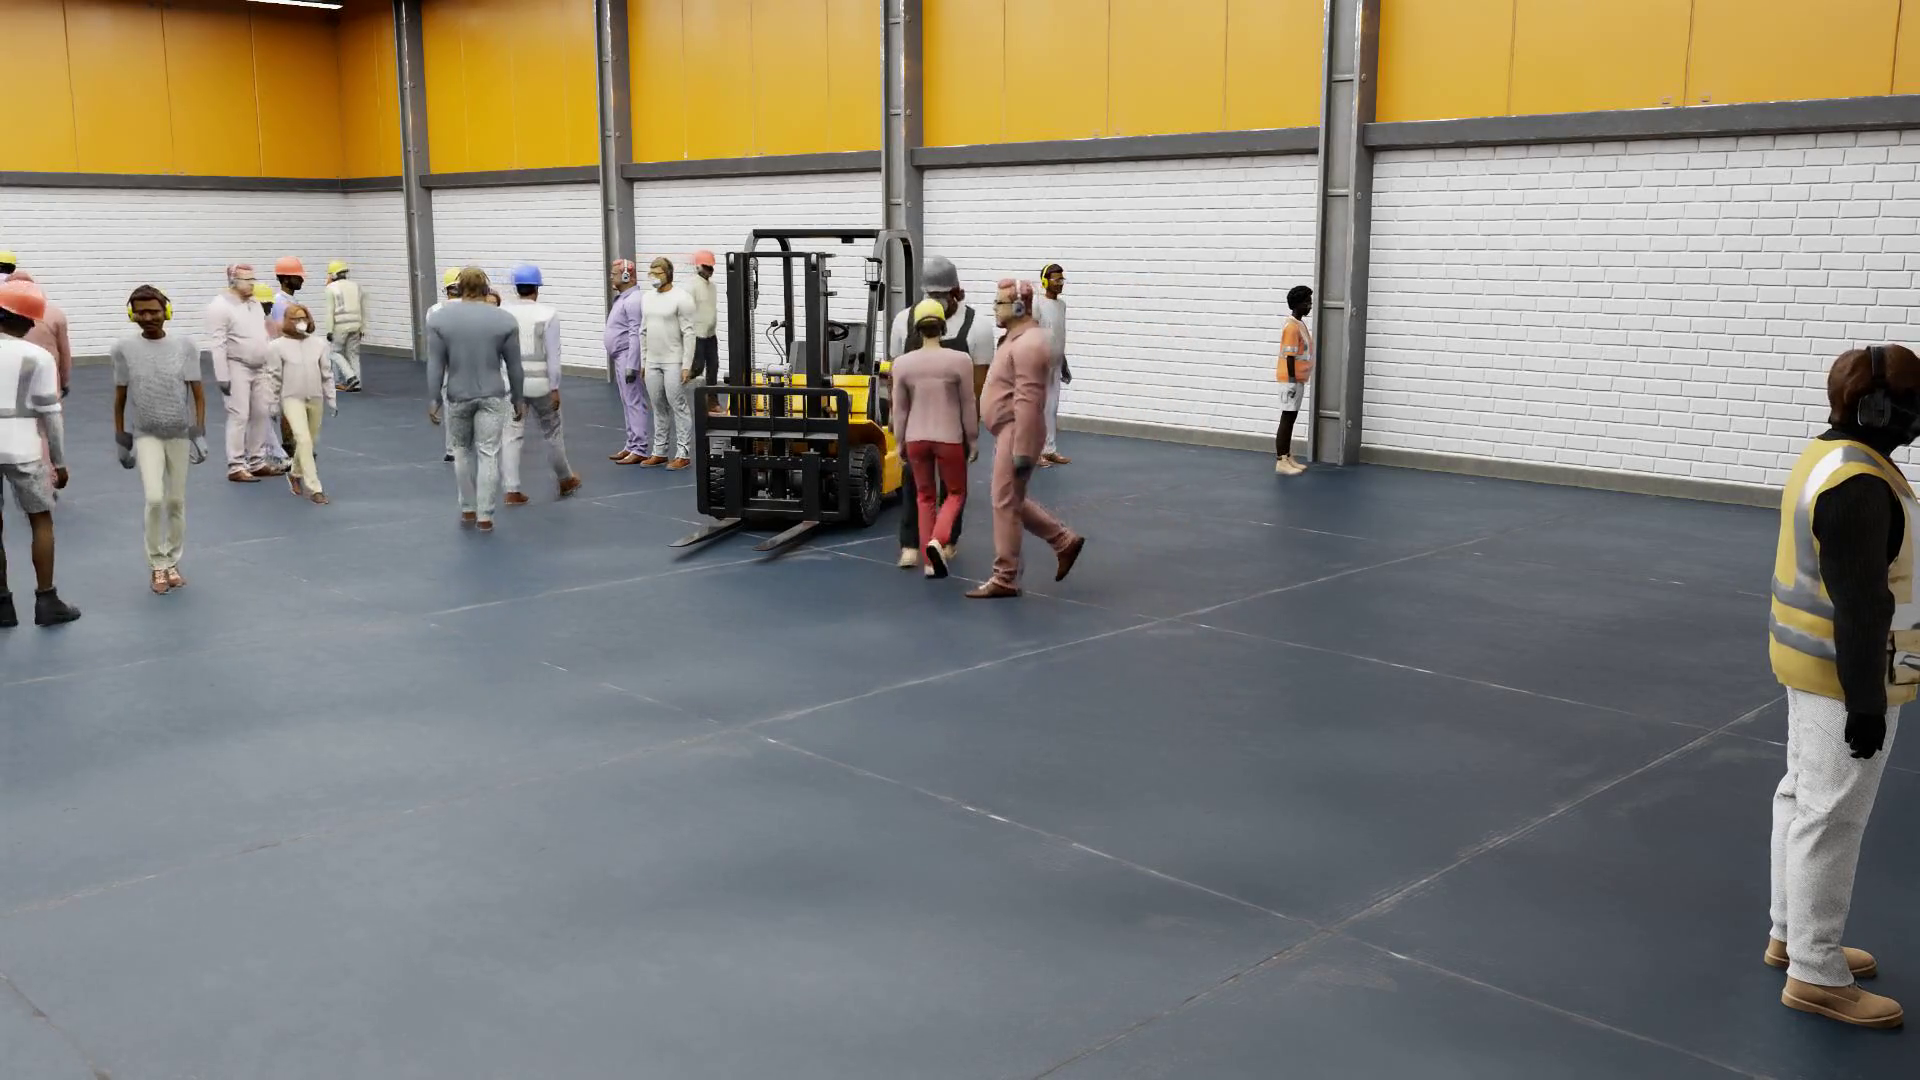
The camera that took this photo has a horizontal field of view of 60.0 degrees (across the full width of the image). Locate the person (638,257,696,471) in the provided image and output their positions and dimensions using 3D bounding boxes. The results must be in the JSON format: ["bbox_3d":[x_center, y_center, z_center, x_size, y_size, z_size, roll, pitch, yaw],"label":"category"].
[{"bbox_3d":[-2.682,-1.602,15.162,0.636,1.938,0.364,7,12,33],"label":"person"}]

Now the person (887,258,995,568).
[{"bbox_3d":[-0.141,-0.830,10.668,0.723,2.000,0.818,1,10,5],"label":"person"}]

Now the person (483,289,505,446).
[{"bbox_3d":[-4.793,-1.767,16.970,0.516,1.600,0.811,-6,12,-28],"label":"person"}]

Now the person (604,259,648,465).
[{"bbox_3d":[-3.122,-1.664,15.588,0.409,1.908,0.639,-4,11,-19],"label":"person"}]

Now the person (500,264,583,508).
[{"bbox_3d":[-3.408,-1.243,13.317,0.618,1.896,0.971,2,11,11],"label":"person"}]

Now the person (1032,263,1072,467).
[{"bbox_3d":[0.843,-1.613,15.436,0.326,1.862,0.519,9,14,40],"label":"person"}]

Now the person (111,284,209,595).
[{"bbox_3d":[-4.765,-0.597,9.956,0.496,1.838,0.666,-6,12,-31],"label":"person"}]

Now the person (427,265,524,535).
[{"bbox_3d":[-3.497,-1.024,12.068,0.660,1.911,0.836,-3,11,-14],"label":"person"}]

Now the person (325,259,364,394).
[{"bbox_3d":[-8.250,-2.839,22.263,0.471,1.809,0.647,5,12,27],"label":"person"}]

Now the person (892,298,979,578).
[{"bbox_3d":[-0.168,-0.604,10.230,0.541,1.743,0.484,3,11,14],"label":"person"}]

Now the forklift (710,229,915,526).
[{"bbox_3d":[-1.050,-1.319,12.920,1.214,2.155,2.313,2,11,13],"label":"forklift"}]

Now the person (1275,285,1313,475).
[{"bbox_3d":[2.990,-1.426,14.880,0.318,1.691,0.534,3,11,17],"label":"person"}]

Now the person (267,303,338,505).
[{"bbox_3d":[-5.321,-1.115,13.418,0.815,1.602,0.503,10,14,43],"label":"person"}]

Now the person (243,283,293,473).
[{"bbox_3d":[-6.269,-1.446,14.932,0.959,1.694,0.540,6,12,28],"label":"person"}]

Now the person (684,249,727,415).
[{"bbox_3d":[-3.150,-2.471,19.823,0.725,1.975,0.630,5,11,24],"label":"person"}]

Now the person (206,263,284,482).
[{"bbox_3d":[-6.229,-1.456,14.490,0.394,1.898,0.706,2,11,13],"label":"person"}]

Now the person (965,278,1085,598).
[{"bbox_3d":[0.381,-0.590,9.775,0.659,1.890,0.648,-1,10,-4],"label":"person"}]

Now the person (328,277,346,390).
[{"bbox_3d":[-8.578,-2.890,23.013,0.268,1.632,0.507,-3,11,-16],"label":"person"}]

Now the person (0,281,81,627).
[{"bbox_3d":[-5.174,-0.447,9.035,0.622,1.891,0.402,-4,11,-20],"label":"person"}]

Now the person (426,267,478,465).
[{"bbox_3d":[-4.665,-1.616,15.522,0.586,1.833,0.404,-6,12,-29],"label":"person"}]

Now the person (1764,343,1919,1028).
[{"bbox_3d":[2.460,0.385,4.588,0.429,1.845,0.627,4,11,19],"label":"person"}]

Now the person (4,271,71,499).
[{"bbox_3d":[-7.608,-1.266,13.611,0.625,1.841,1.004,-5,11,-25],"label":"person"}]

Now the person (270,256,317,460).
[{"bbox_3d":[-6.289,-1.702,15.707,0.375,1.935,0.551,-3,11,-16],"label":"person"}]

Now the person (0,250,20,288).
[{"bbox_3d":[-12.981,-2.987,22.741,0.594,1.924,0.382,4,11,22],"label":"person"}]
